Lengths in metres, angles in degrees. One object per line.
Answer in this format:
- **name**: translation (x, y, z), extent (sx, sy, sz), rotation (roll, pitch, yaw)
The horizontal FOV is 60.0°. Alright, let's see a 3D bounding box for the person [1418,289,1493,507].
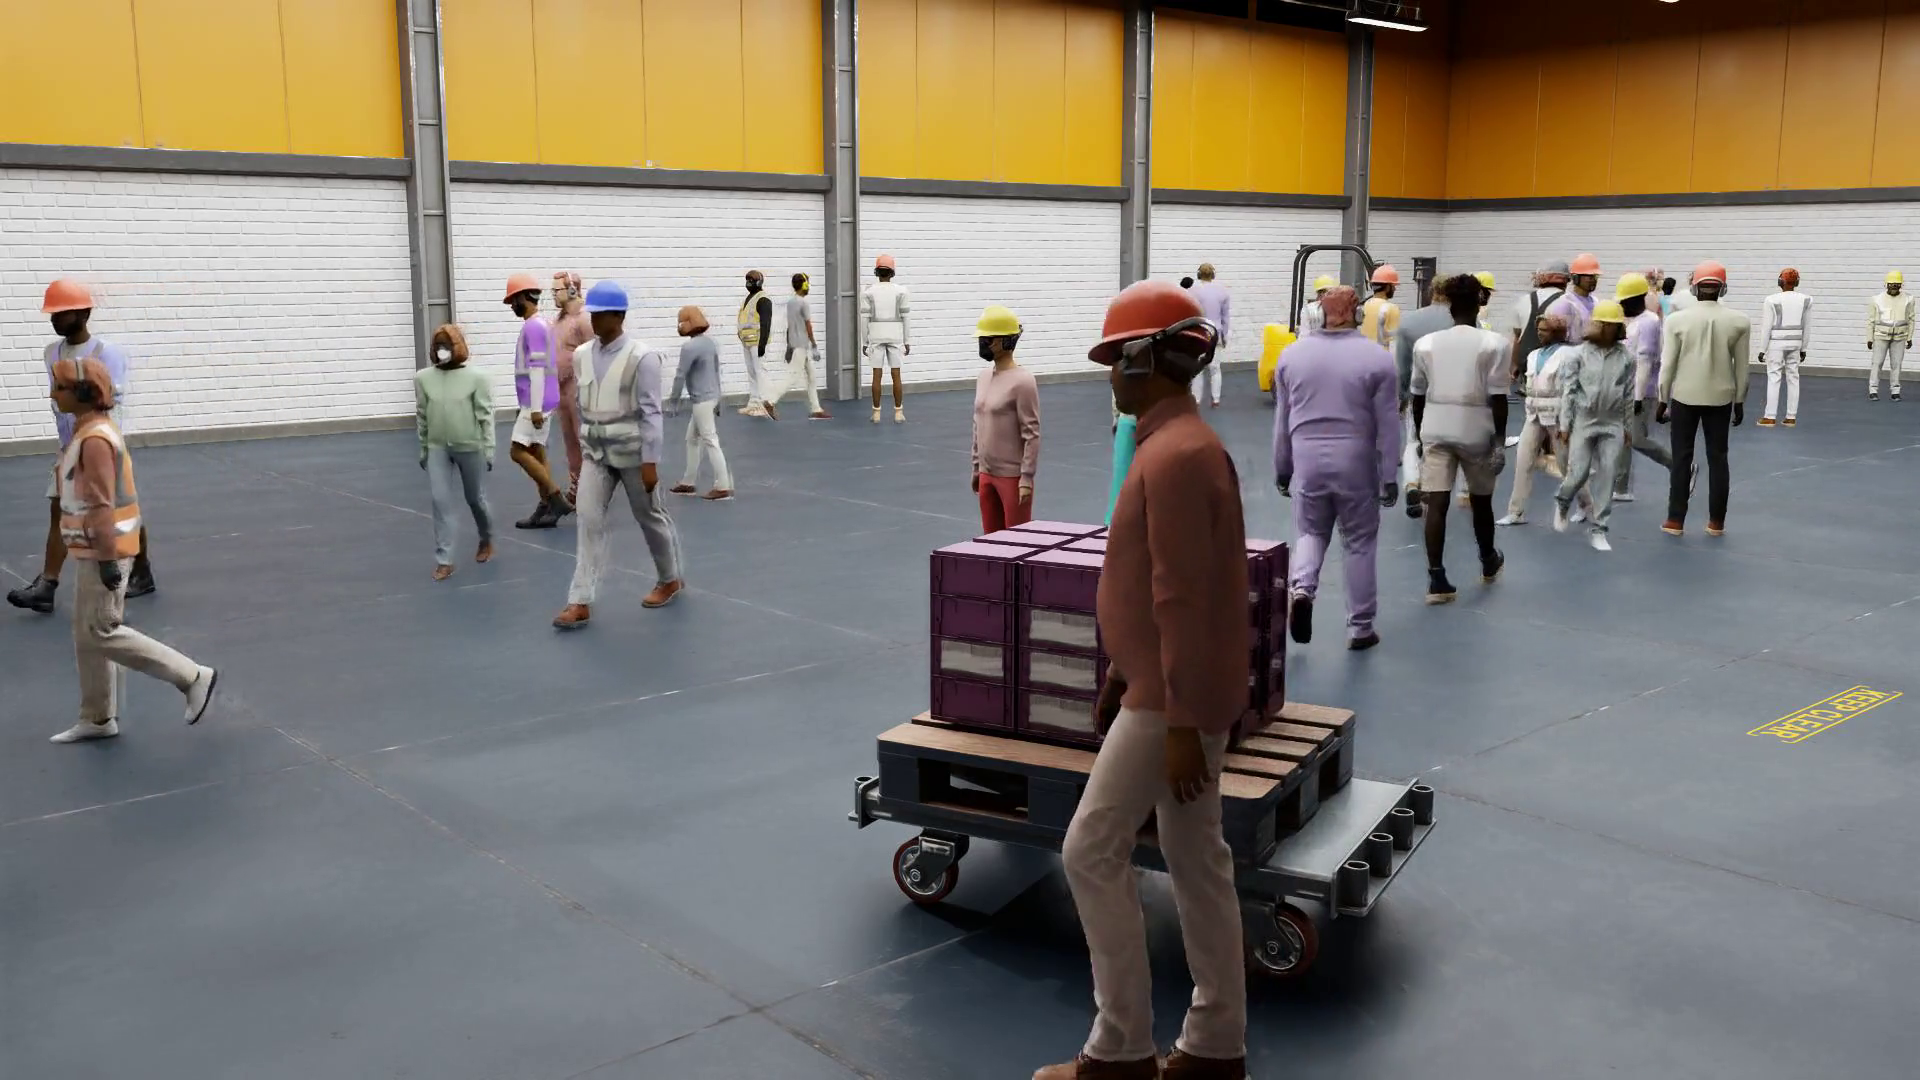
- **person**: translation (3.921, -1.137, 13.292), extent (0.747, 1.813, 0.639), rotation (-9, 13, -44)

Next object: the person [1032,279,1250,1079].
- **person**: translation (0.430, 0.371, 3.993), extent (0.678, 1.960, 0.635), rotation (2, 10, 12)

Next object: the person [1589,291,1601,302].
- **person**: translation (8.147, -2.557, 21.600), extent (0.956, 1.798, 0.511), rotation (-8, 12, -38)

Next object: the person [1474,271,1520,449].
- **person**: translation (5.250, -1.810, 17.038), extent (1.017, 1.860, 0.617), rotation (-1, 10, -8)

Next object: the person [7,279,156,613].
- **person**: translation (-5.042, -0.537, 9.529), extent (0.569, 1.882, 0.976), rotation (3, 10, 16)

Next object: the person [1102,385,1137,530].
- **person**: translation (1.241, -0.826, 11.646), extent (0.551, 1.726, 0.862), rotation (6, 11, 31)

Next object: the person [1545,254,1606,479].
- **person**: translation (5.640, -1.569, 15.133), extent (0.635, 2.041, 0.397), rotation (-8, 13, -39)

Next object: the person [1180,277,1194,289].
- **person**: translation (3.637, -3.397, 26.866), extent (0.527, 1.690, 0.321), rotation (4, 10, 20)

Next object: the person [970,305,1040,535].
- **person**: translation (0.212, -0.344, 8.755), extent (0.328, 1.767, 0.531), rotation (-6, 11, -31)

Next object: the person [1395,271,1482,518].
- **person**: translation (3.579, -1.062, 12.544), extent (0.639, 1.920, 0.658), rotation (4, 11, 23)

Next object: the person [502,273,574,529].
- **person**: translation (-3.171, -1.017, 12.333), extent (0.395, 1.897, 0.571), rotation (-1, 10, -8)

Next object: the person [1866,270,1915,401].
- **person**: translation (13.000, -2.846, 23.250), extent (0.592, 1.825, 0.403), rotation (3, 10, 17)

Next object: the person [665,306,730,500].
- **person**: translation (-2.224, -1.132, 13.820), extent (0.718, 1.597, 0.523), rotation (2, 10, 14)

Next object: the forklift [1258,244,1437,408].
- **forklift**: translation (5.256, -2.933, 22.661), extent (2.313, 2.155, 1.214), rotation (3, 10, 16)

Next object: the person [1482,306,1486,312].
- **person**: translation (7.380, -2.799, 23.609), extent (0.799, 1.614, 0.533), rotation (2, 10, 10)

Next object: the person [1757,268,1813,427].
- **person**: translation (9.770, -2.275, 19.727), extent (0.575, 1.883, 0.355), rotation (0, 10, -1)

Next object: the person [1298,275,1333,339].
- **person**: translation (4.029, -2.064, 18.711), extent (0.631, 1.800, 0.776), rotation (-2, 10, -12)

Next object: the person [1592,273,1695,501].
- **person**: translation (5.617, -1.223, 13.545), extent (0.693, 1.888, 0.617), rotation (1, 10, 5)

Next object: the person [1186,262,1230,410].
- **person**: translation (3.239, -2.684, 21.953), extent (0.632, 1.940, 0.372), rotation (-1, 10, -7)

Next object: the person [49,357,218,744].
- **person**: translation (-3.494, 0.046, 6.903), extent (0.567, 1.622, 0.521), rotation (-5, 11, -28)

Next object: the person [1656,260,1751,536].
- **person**: translation (5.382, -1.026, 12.078), extent (0.622, 1.992, 0.396), rotation (2, 10, 10)

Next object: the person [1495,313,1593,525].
- **person**: translation (4.469, -0.905, 12.516), extent (0.800, 1.612, 0.516), rotation (-5, 11, -26)

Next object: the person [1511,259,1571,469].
- **person**: translation (5.684, -1.700, 15.893), extent (0.891, 2.000, 0.715), rotation (-6, 11, -32)

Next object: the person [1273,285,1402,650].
- **person**: translation (1.903, -0.358, 8.505), extent (0.695, 1.877, 0.576), rotation (5, 11, 27)

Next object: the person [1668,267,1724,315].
- **person**: translation (8.909, -2.368, 20.211), extent (0.628, 1.909, 0.905), rotation (3, 10, 17)

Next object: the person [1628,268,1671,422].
- **person**: translation (8.451, -2.372, 20.312), extent (0.867, 1.869, 0.664), rotation (0, 10, -3)

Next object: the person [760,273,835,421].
- **person**: translation (-2.023, -2.373, 20.473), extent (0.910, 1.827, 0.531), rotation (-4, 11, -23)

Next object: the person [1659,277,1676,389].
- **person**: translation (10.754, -3.144, 25.351), extent (0.529, 1.697, 0.321), rotation (7, 12, 35)

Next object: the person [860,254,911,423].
- **person**: translation (-0.903, -2.438, 20.207), extent (0.608, 2.044, 0.371), rotation (-1, 10, -3)

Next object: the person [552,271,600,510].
- **person**: translation (-3.102, -1.193, 13.326), extent (0.402, 1.904, 0.652), rotation (-7, 12, -37)

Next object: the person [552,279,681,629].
- **person**: translation (-1.895, -0.494, 9.260), extent (0.624, 1.900, 1.020), rotation (4, 11, 24)

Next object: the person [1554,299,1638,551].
- **person**: translation (4.415, -0.808, 11.577), extent (0.490, 1.732, 0.554), rotation (0, 10, 1)

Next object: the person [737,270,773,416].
- **person**: translation (-2.615, -2.503, 21.169), extent (0.429, 1.847, 0.626), rotation (-5, 11, -29)

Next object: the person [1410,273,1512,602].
- **person**: translation (3.015, -0.626, 9.967), extent (0.619, 1.909, 1.016), rotation (6, 11, 32)

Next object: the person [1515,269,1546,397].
- **person**: translation (8.271, -2.909, 23.567), extent (0.654, 1.841, 1.049), rotation (-2, 10, -9)

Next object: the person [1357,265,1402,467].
- **person**: translation (4.050, -1.666, 16.003), extent (0.377, 1.933, 0.551), rotation (-5, 11, -27)

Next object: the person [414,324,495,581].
- **person**: translation (-3.216, -0.589, 10.675), extent (0.507, 1.605, 0.795), rotation (0, 10, 0)
